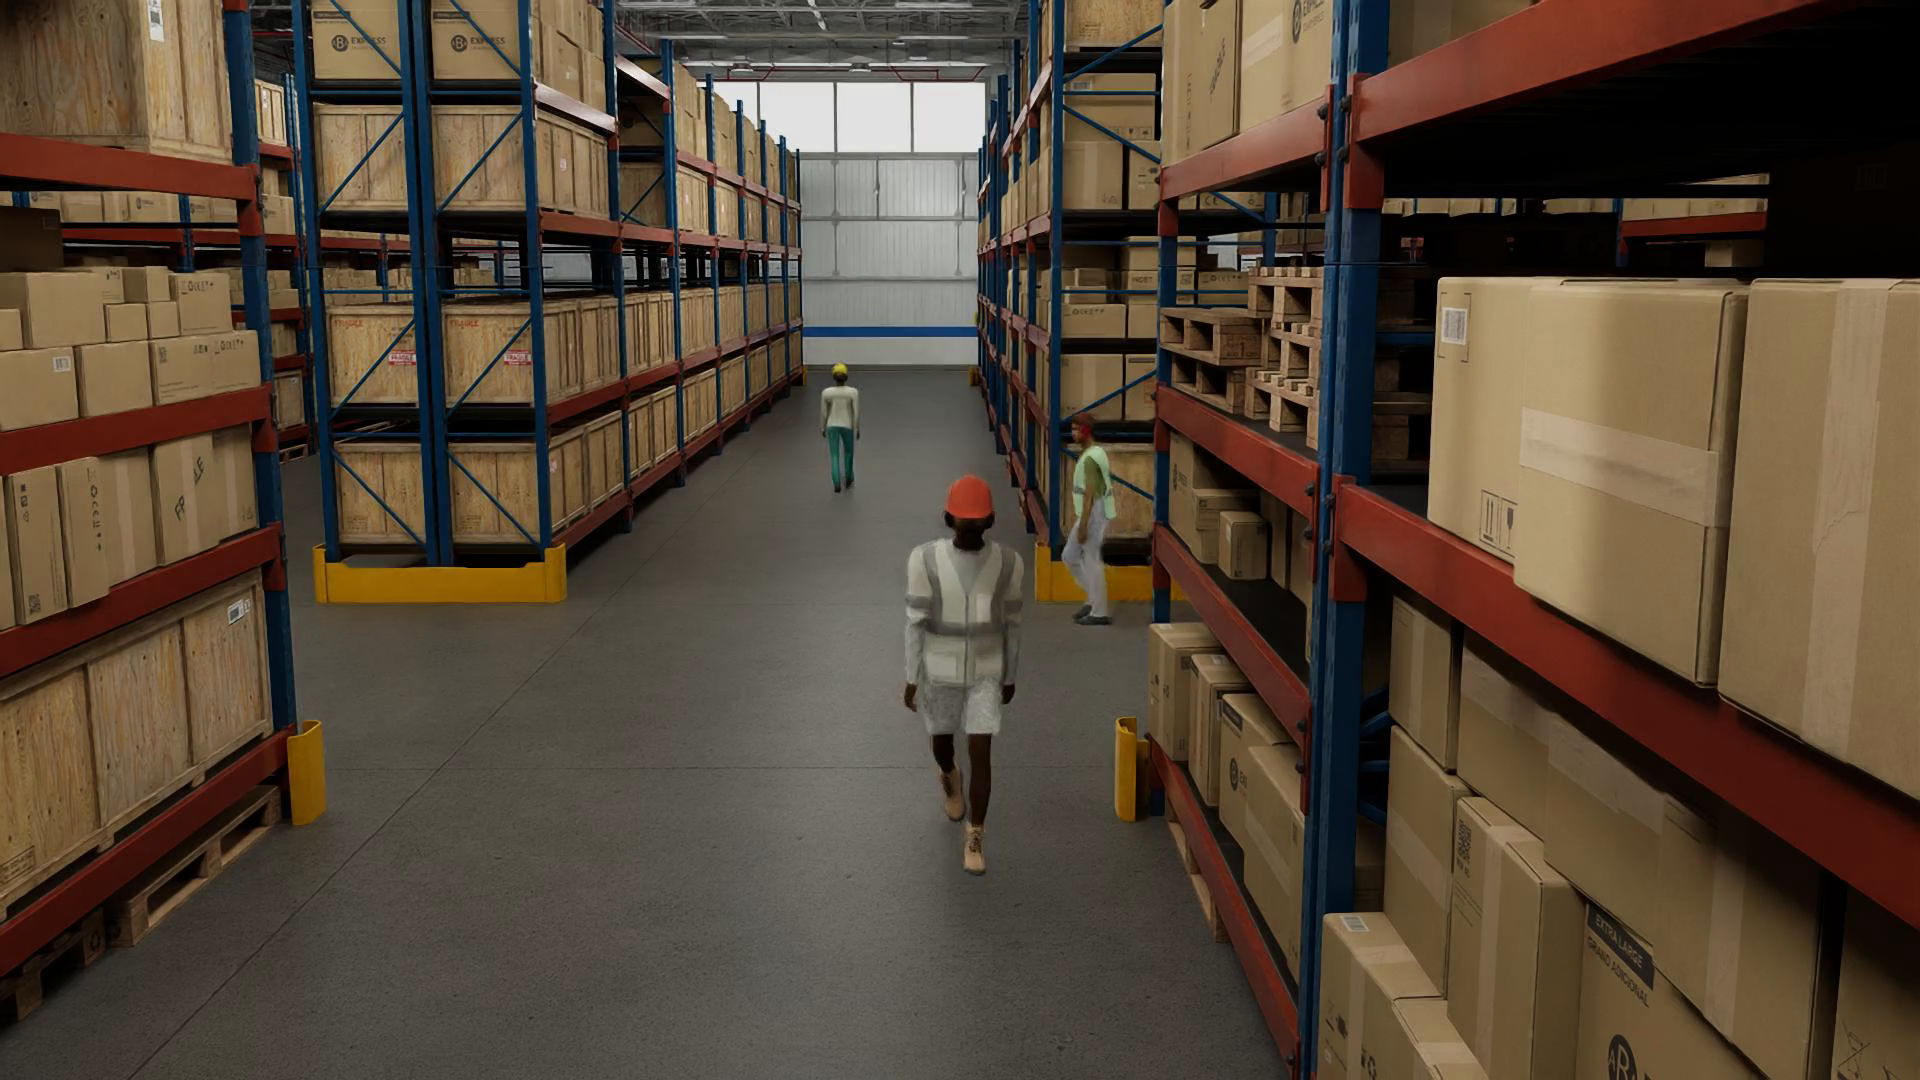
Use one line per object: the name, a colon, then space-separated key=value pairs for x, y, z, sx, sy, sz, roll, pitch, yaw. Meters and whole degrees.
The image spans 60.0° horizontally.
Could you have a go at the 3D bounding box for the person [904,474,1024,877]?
person: x=0.022 y=0.636 z=8.635 sx=0.616 sy=2.017 sz=0.935 roll=0 pitch=9 yaw=-2

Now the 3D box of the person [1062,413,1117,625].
person: x=1.087 y=-0.168 z=14.114 sx=0.479 sy=1.816 sz=0.585 roll=0 pitch=9 yaw=0

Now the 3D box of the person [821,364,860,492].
person: x=-1.635 y=-1.549 z=22.868 sx=0.547 sy=1.717 sz=0.877 roll=0 pitch=9 yaw=1
